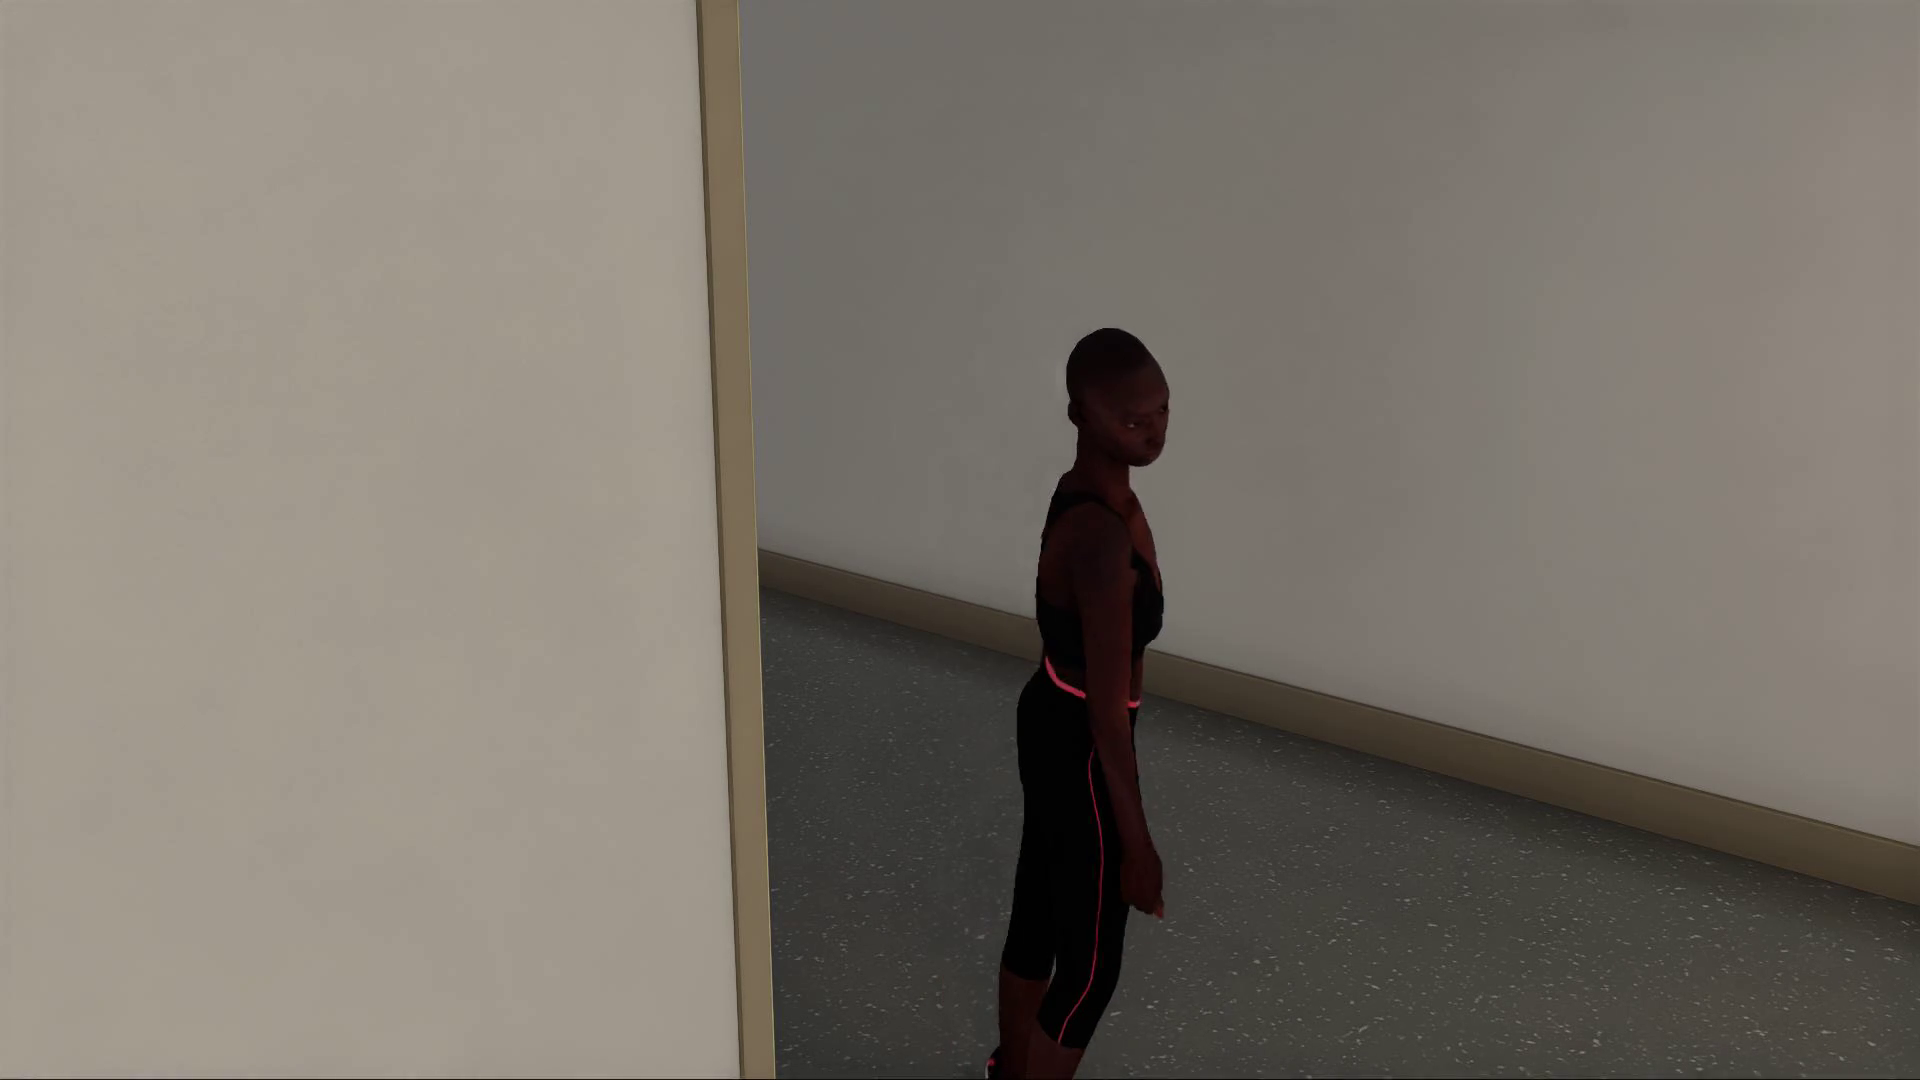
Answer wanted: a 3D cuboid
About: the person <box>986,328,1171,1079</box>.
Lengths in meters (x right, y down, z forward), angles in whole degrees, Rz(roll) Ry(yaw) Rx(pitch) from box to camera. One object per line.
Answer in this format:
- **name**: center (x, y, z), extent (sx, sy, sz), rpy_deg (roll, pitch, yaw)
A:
- **person**: center (0.173, 0.444, 3.198), extent (0.874, 1.736, 0.814), rpy_deg (-4, 16, -15)
